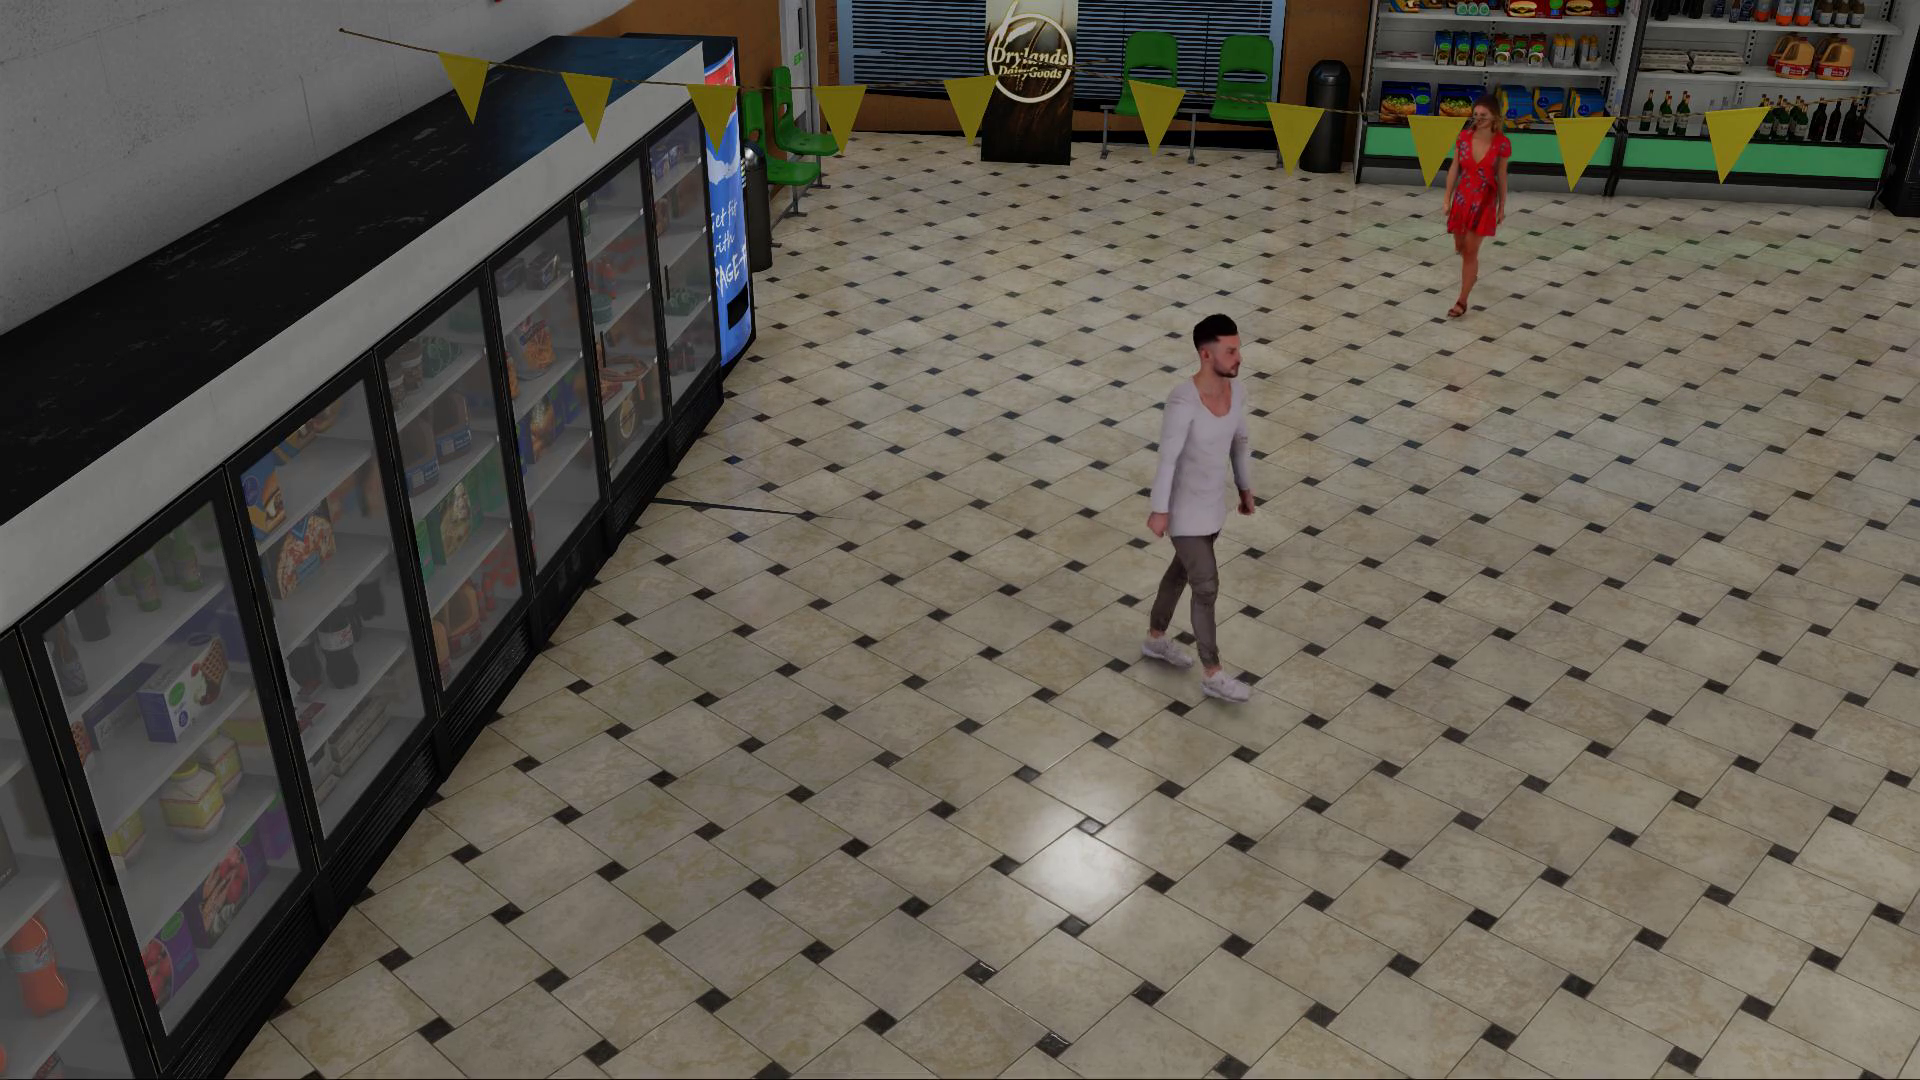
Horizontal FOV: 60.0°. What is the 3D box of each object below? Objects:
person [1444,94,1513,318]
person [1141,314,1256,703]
[{"bbox_3d":[3.739,-2.434,11.995,1.027,1.563,0.914,16,32,27],"label":"person"},{"bbox_3d":[1.007,-0.185,7.617,1.075,1.812,0.963,22,36,35],"label":"person"}]
